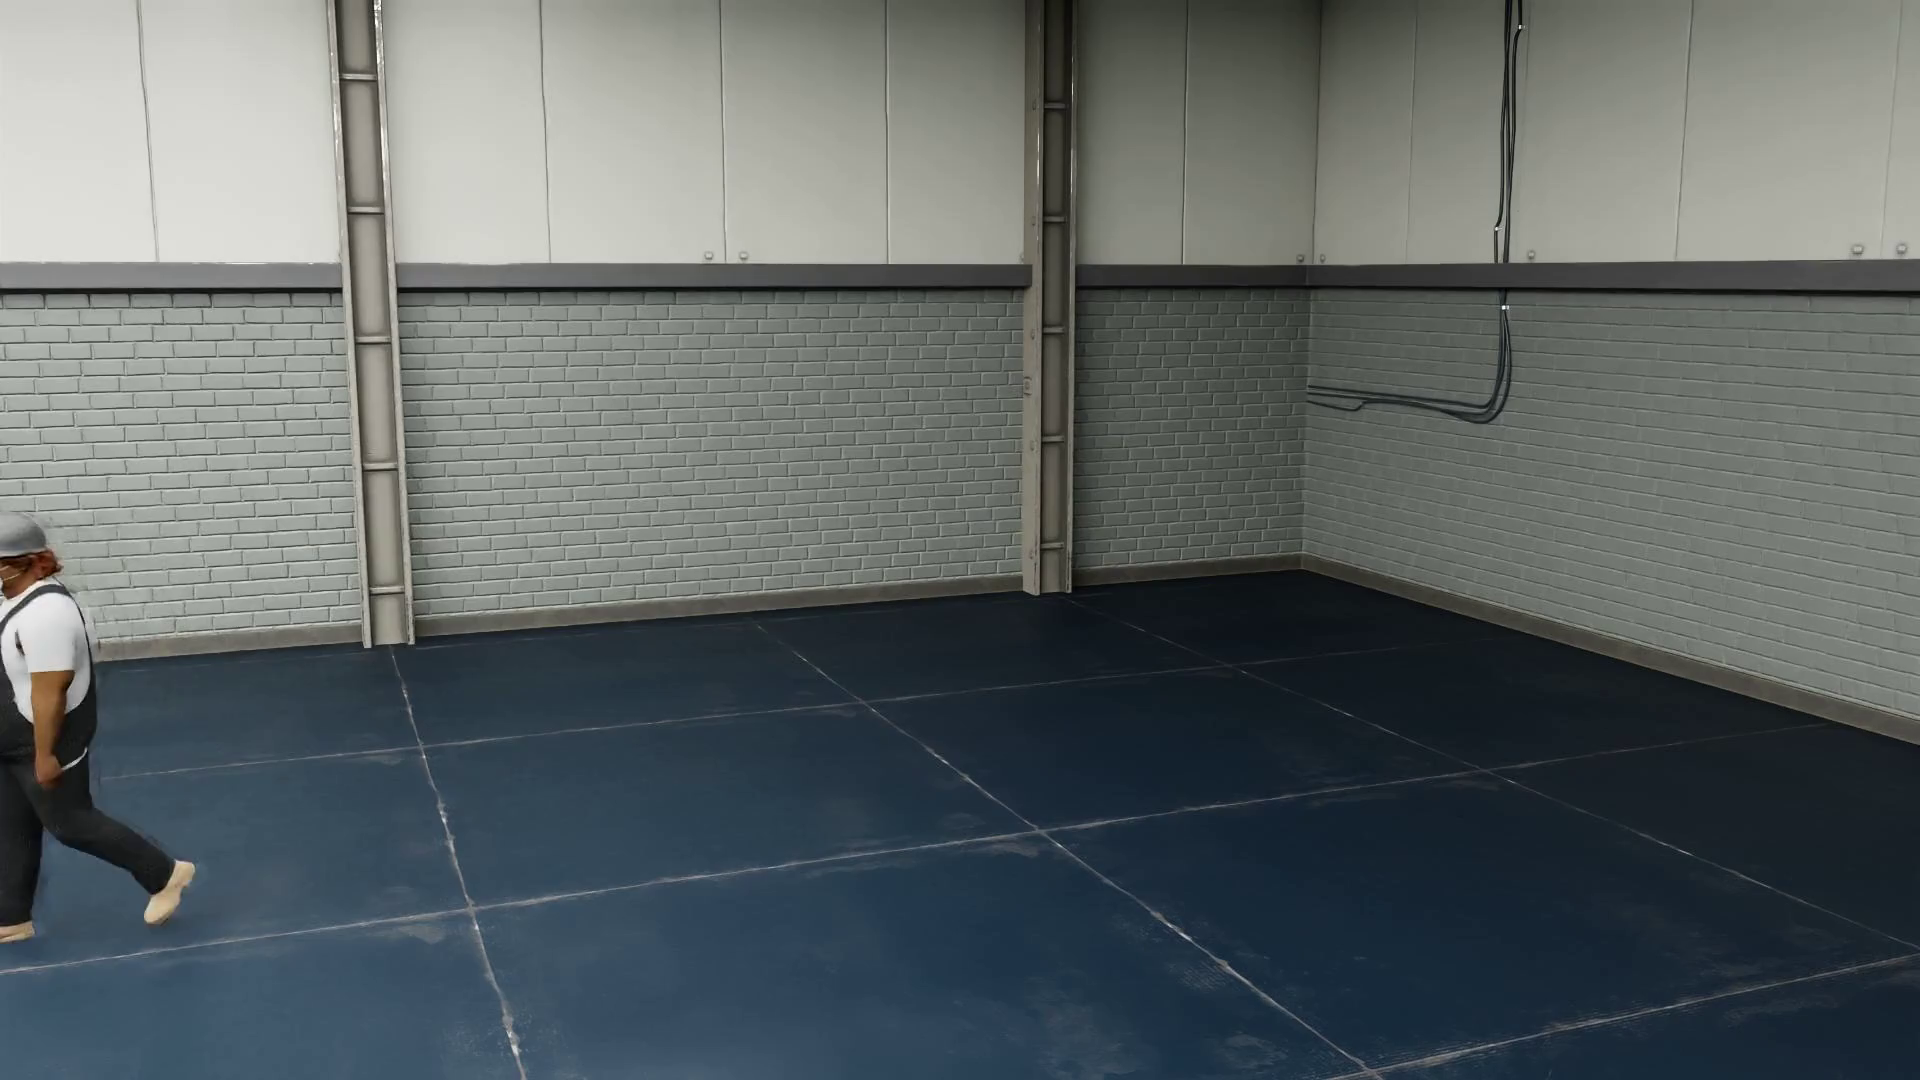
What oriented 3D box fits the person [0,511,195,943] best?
[{"bbox_3d":[-4.066,0.824,7.540,0.919,2.000,0.689,-6,11,-35],"label":"person"}]
